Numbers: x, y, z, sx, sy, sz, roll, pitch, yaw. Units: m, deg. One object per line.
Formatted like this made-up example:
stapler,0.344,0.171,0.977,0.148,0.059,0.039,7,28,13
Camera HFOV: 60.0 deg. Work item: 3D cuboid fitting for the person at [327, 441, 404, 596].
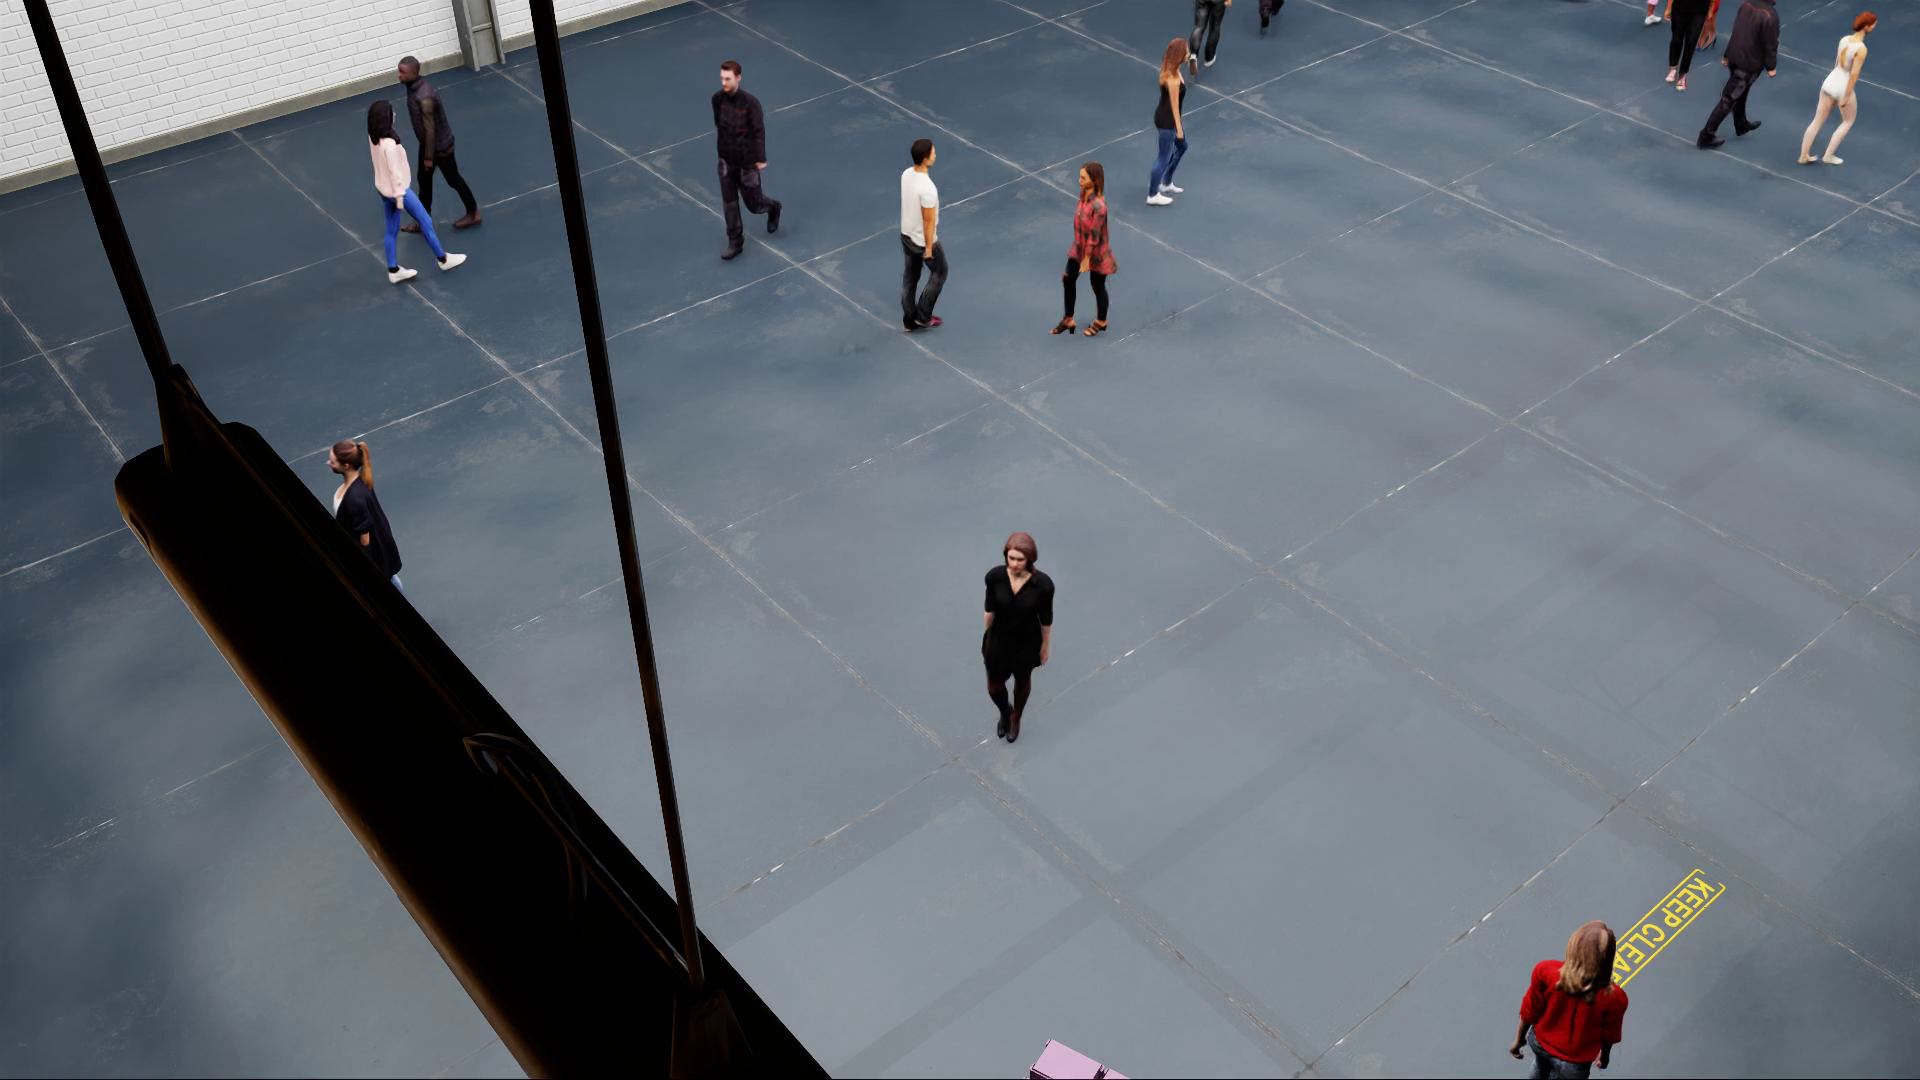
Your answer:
person,-3.962,0.027,11.214,0.706,1.683,0.712,-9,40,-11

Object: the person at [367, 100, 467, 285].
person,-5.216,-3.131,15.120,0.934,1.743,0.649,-27,46,-30

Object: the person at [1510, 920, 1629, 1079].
person,2.893,2.540,8.077,0.785,1.672,1.167,26,45,28

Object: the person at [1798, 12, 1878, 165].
person,8.938,-4.598,17.048,0.737,1.630,0.673,-13,40,-15

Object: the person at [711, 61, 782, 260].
person,-2.030,-3.581,15.564,0.940,1.893,1.144,18,42,21

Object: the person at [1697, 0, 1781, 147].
person,8.111,-4.964,17.367,1.175,1.804,1.031,-5,39,-6

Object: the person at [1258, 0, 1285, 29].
person,3.827,-7.091,20.019,1.122,1.818,1.226,6,39,7

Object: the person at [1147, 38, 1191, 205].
person,1.978,-4.117,16.383,0.775,1.709,0.716,2,39,3

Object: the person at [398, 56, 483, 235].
person,-4.928,-3.781,15.894,1.040,1.794,0.772,-22,43,-25

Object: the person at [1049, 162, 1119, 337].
person,1.211,-2.496,14.374,0.838,1.681,0.729,-17,42,-20

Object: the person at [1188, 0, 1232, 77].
person,2.827,-6.169,18.885,0.949,1.792,1.136,14,41,17

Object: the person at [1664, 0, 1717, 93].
person,8.238,-6.023,18.746,0.793,1.738,0.891,20,43,23

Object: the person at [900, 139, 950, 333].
person,-0.426,-2.601,14.425,0.646,1.784,0.625,-25,45,-28

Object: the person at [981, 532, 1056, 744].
person,0.367,0.579,10.512,0.702,1.697,0.748,8,39,9
